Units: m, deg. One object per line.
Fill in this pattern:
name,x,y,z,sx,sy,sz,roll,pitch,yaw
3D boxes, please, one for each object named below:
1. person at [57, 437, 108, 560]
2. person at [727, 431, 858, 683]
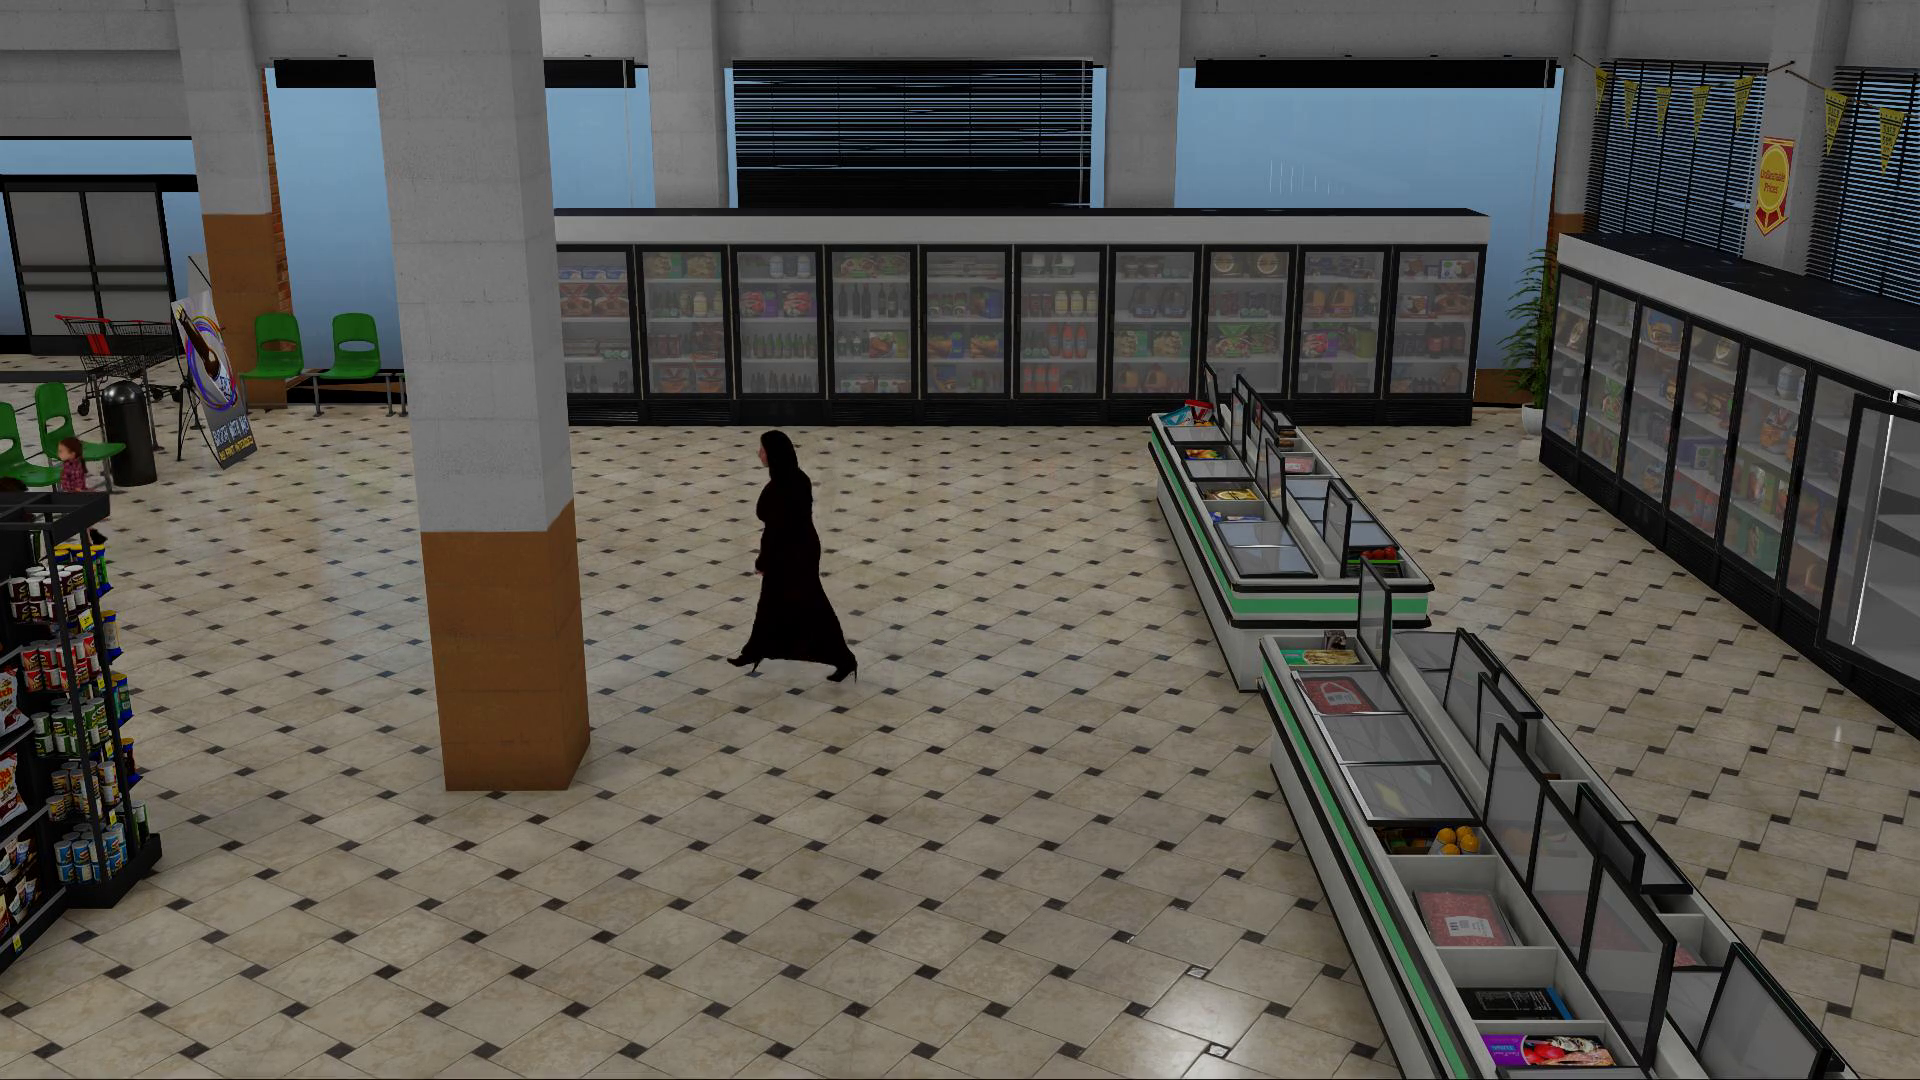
person,-7.230,-0.359,13.720,0.615,1.020,0.560,-12,21,-34
person,-0.979,0.171,10.830,0.729,1.686,1.056,1,17,5
